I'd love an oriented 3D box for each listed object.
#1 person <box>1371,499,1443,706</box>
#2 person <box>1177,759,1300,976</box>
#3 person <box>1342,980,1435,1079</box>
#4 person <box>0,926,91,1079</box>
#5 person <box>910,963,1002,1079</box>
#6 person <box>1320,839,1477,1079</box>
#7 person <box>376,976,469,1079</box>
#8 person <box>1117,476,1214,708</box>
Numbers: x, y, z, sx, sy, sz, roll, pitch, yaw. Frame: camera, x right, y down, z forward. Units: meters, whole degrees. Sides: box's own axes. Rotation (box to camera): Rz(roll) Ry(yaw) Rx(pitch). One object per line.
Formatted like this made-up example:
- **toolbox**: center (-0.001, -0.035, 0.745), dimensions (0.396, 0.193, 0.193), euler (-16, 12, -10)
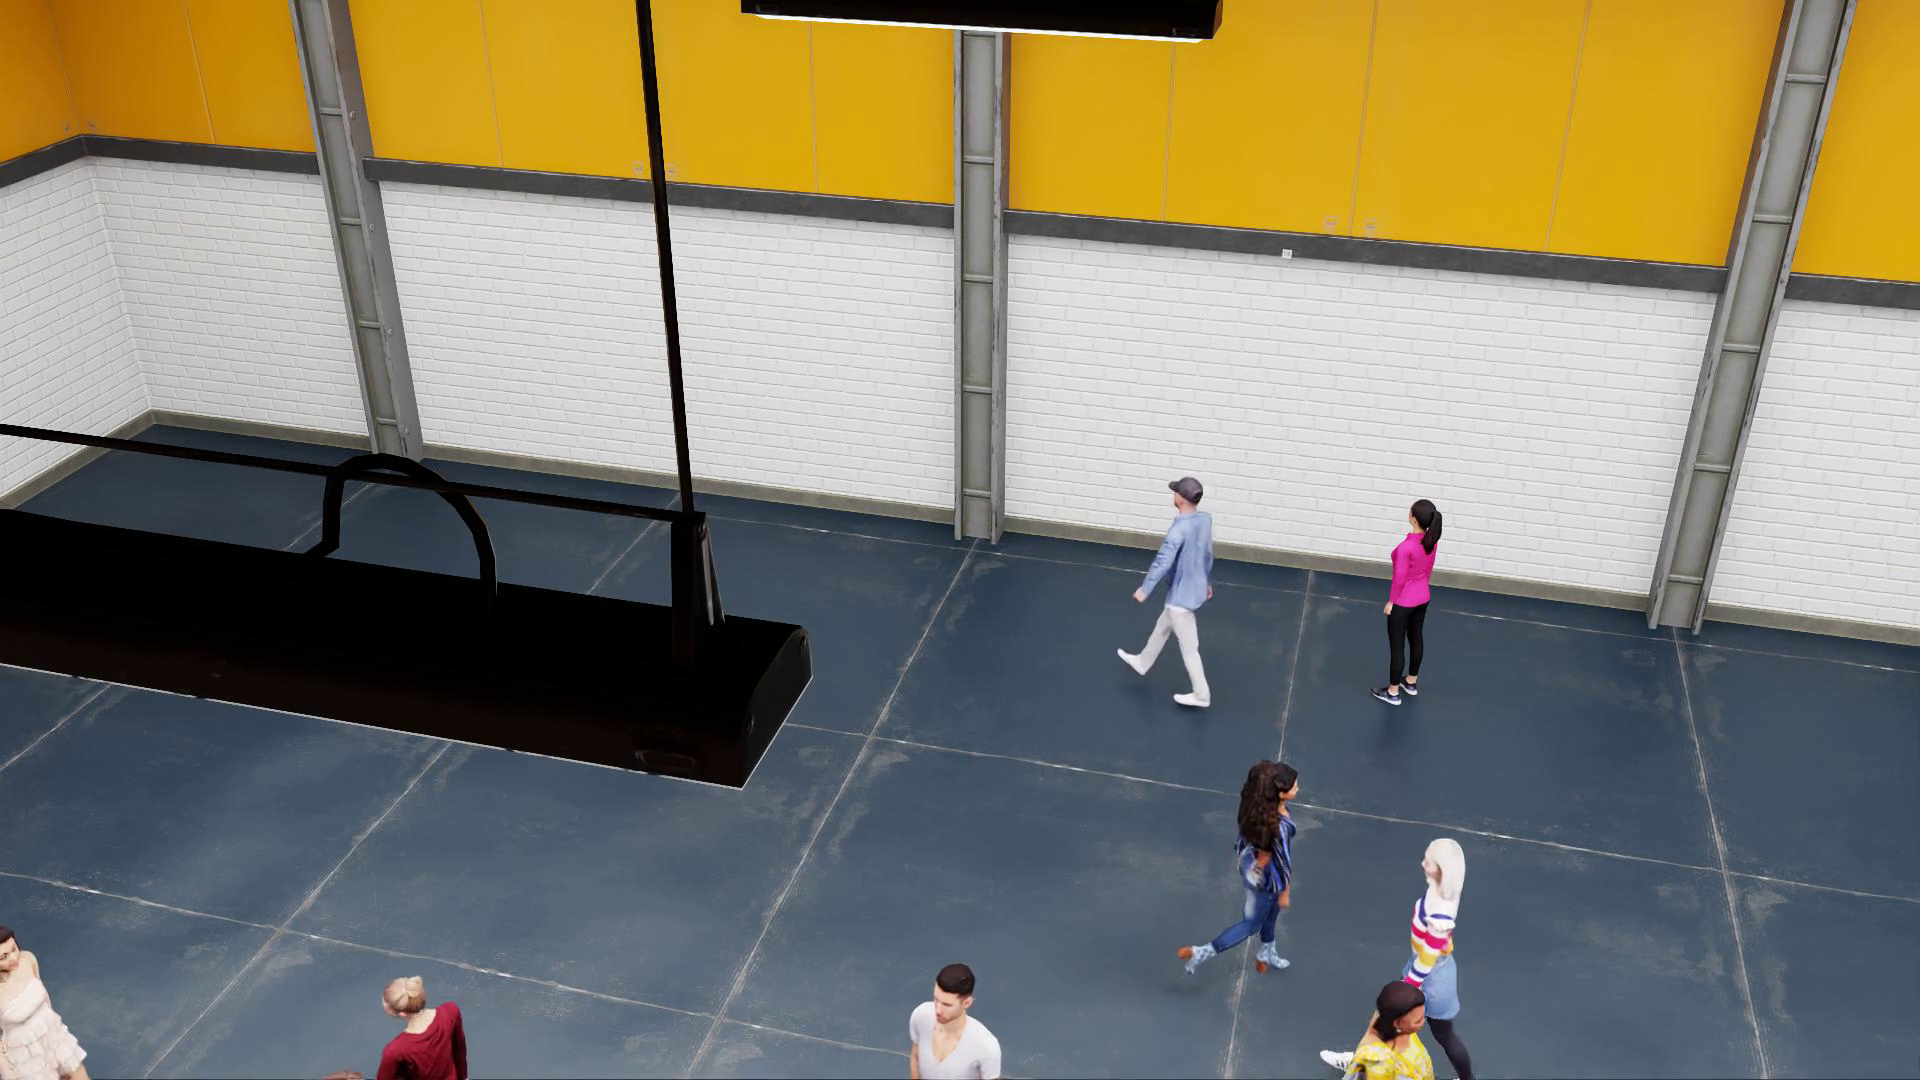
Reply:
- **person**: center (3.415, 0.456, 12.609), dimensions (0.691, 1.699, 0.738), euler (-20, 34, -32)
- **person**: center (1.709, 2.003, 9.873), dimensions (1.077, 1.594, 0.871), euler (-4, 29, -7)
- **person**: center (2.027, 2.829, 8.305), dimensions (0.807, 1.643, 0.767), euler (12, 31, 21)
- **person**: center (-4.846, 2.641, 8.575), dimensions (0.702, 1.716, 0.607), euler (8, 30, 14)
- **person**: center (0.001, 2.792, 8.158), dimensions (0.629, 1.850, 0.798), euler (19, 34, 31)
- **person**: center (2.635, 2.385, 8.998), dimensions (1.124, 1.761, 0.707), euler (5, 29, 9)
- **person**: center (-2.619, 2.821, 8.289), dimensions (0.891, 1.674, 0.819), euler (16, 33, 27)
- **person**: center (1.756, 0.446, 12.471), dimensions (1.189, 1.840, 0.908), euler (17, 33, 28)
